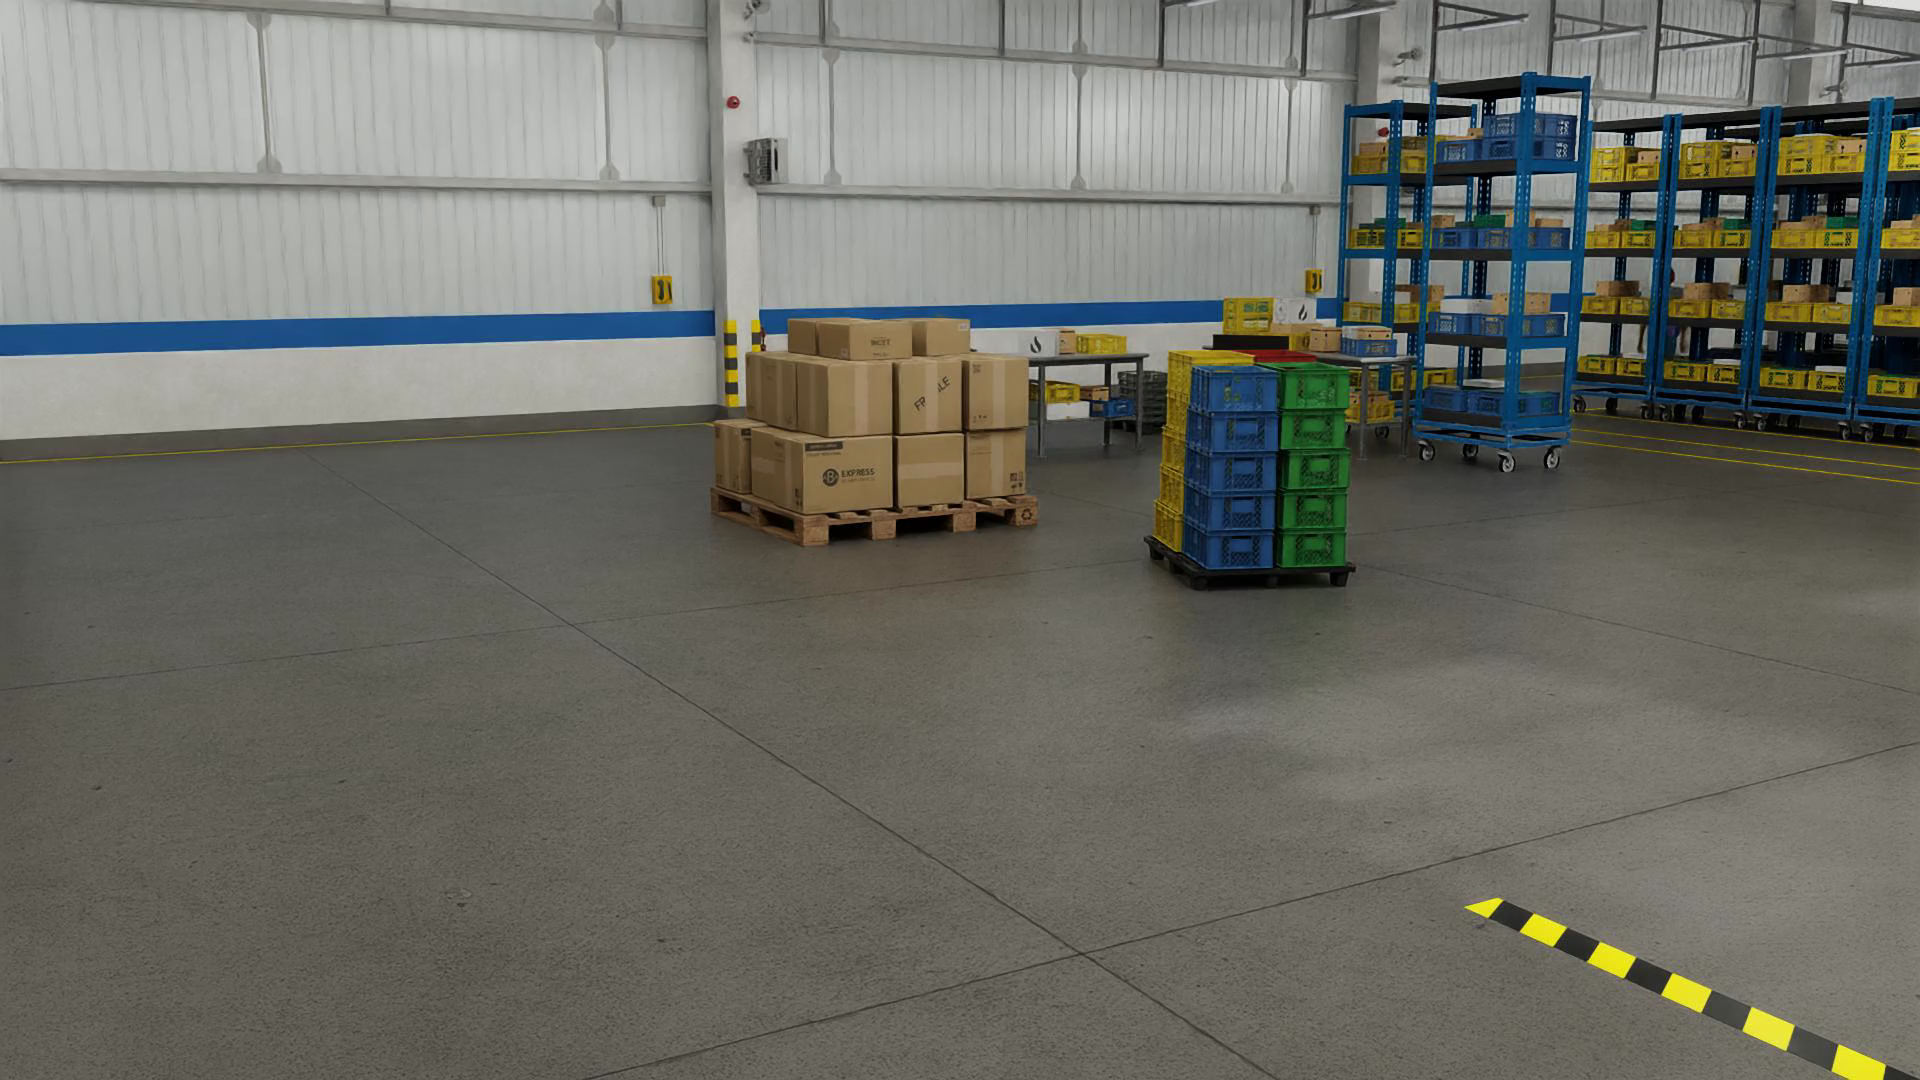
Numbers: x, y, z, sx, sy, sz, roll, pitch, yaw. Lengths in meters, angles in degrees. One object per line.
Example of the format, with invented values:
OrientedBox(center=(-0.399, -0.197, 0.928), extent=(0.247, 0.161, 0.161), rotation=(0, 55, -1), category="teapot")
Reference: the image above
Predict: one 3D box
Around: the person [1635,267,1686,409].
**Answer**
OrientedBox(center=(8.953, -2.575, 21.194), extent=(0.373, 1.840, 0.570), rotation=(-10, 14, -43), category="person")
